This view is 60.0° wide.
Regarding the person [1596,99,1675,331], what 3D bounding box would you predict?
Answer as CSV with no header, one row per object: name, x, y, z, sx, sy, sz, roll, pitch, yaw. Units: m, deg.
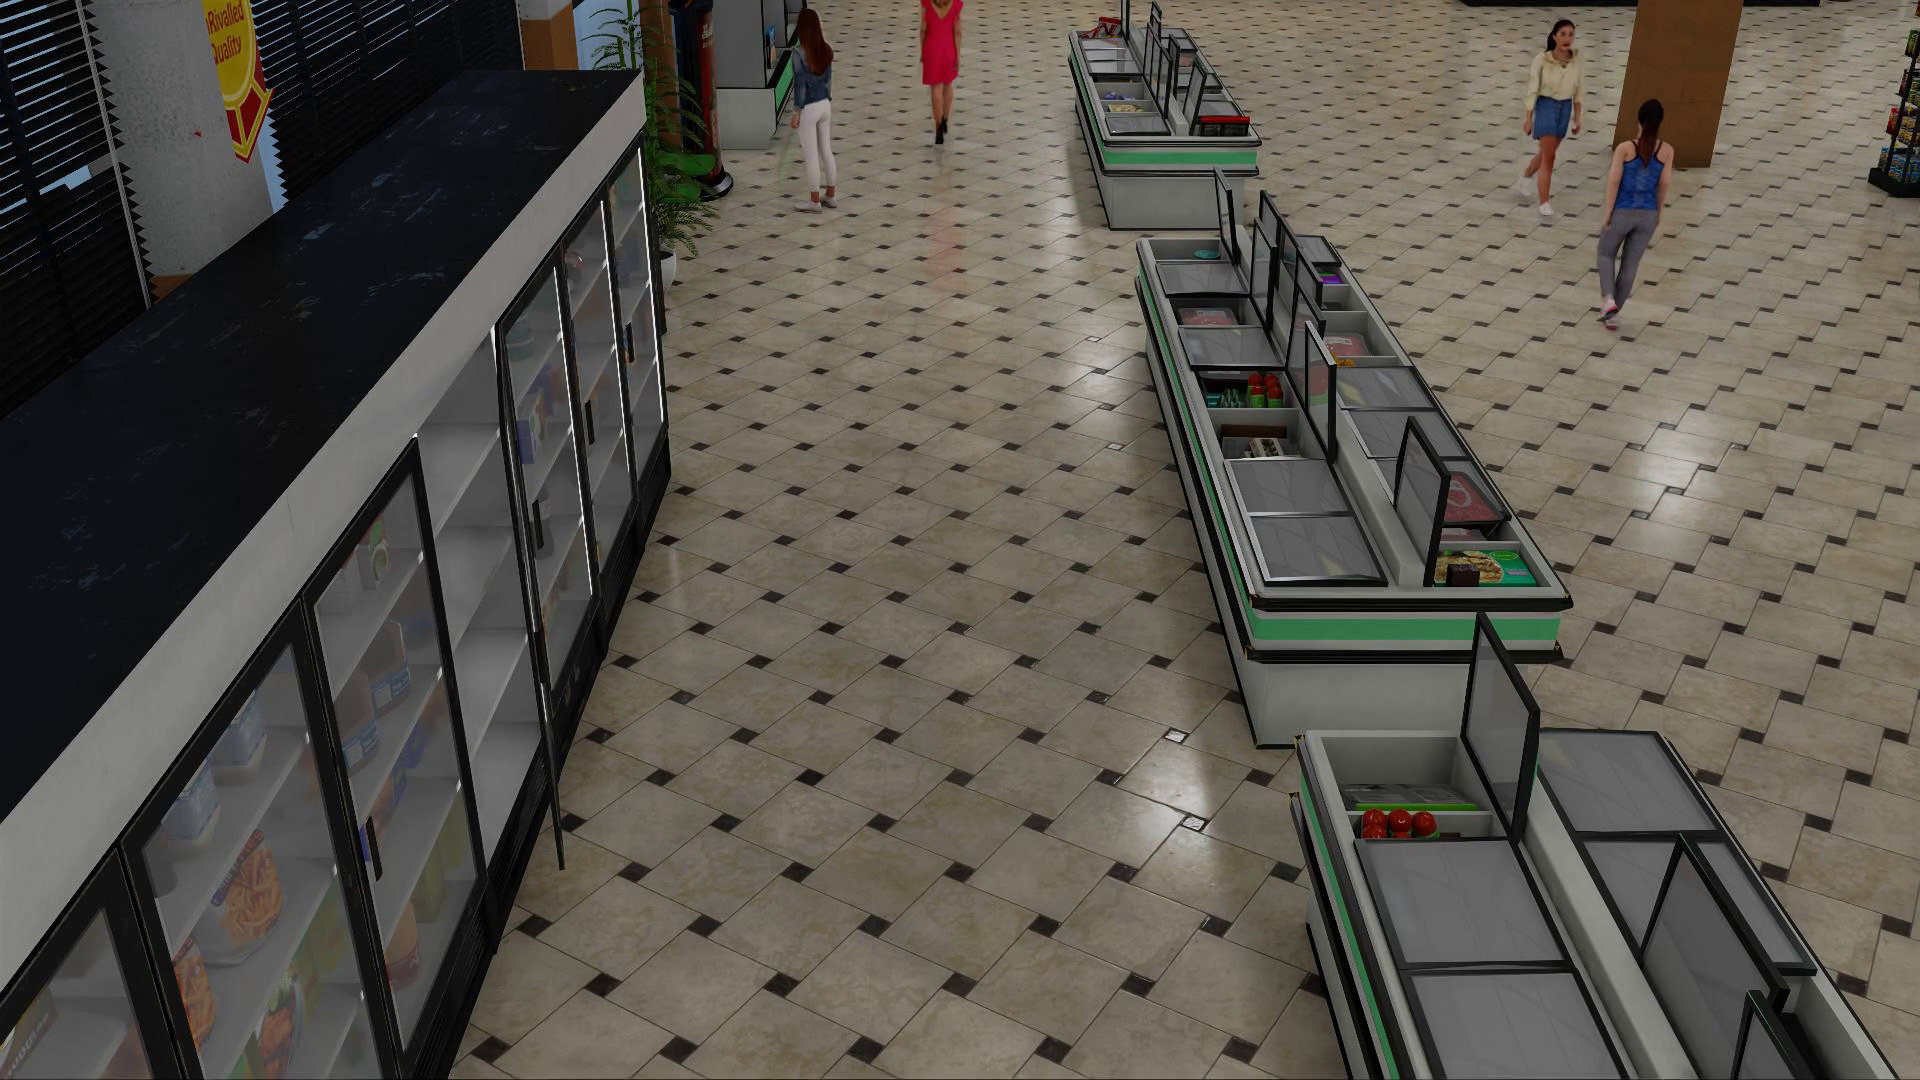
person,4.649,-2.210,11.486,0.630,1.599,0.718,5,27,9

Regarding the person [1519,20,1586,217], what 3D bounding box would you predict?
person,5.064,-3.642,14.305,0.723,1.603,1.117,-4,27,-7

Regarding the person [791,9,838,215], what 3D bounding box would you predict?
person,-1.248,-3.670,14.252,0.748,1.701,0.654,19,33,33

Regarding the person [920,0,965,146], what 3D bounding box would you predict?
person,-0.200,-4.737,16.375,0.651,1.685,1.062,-3,27,-6
